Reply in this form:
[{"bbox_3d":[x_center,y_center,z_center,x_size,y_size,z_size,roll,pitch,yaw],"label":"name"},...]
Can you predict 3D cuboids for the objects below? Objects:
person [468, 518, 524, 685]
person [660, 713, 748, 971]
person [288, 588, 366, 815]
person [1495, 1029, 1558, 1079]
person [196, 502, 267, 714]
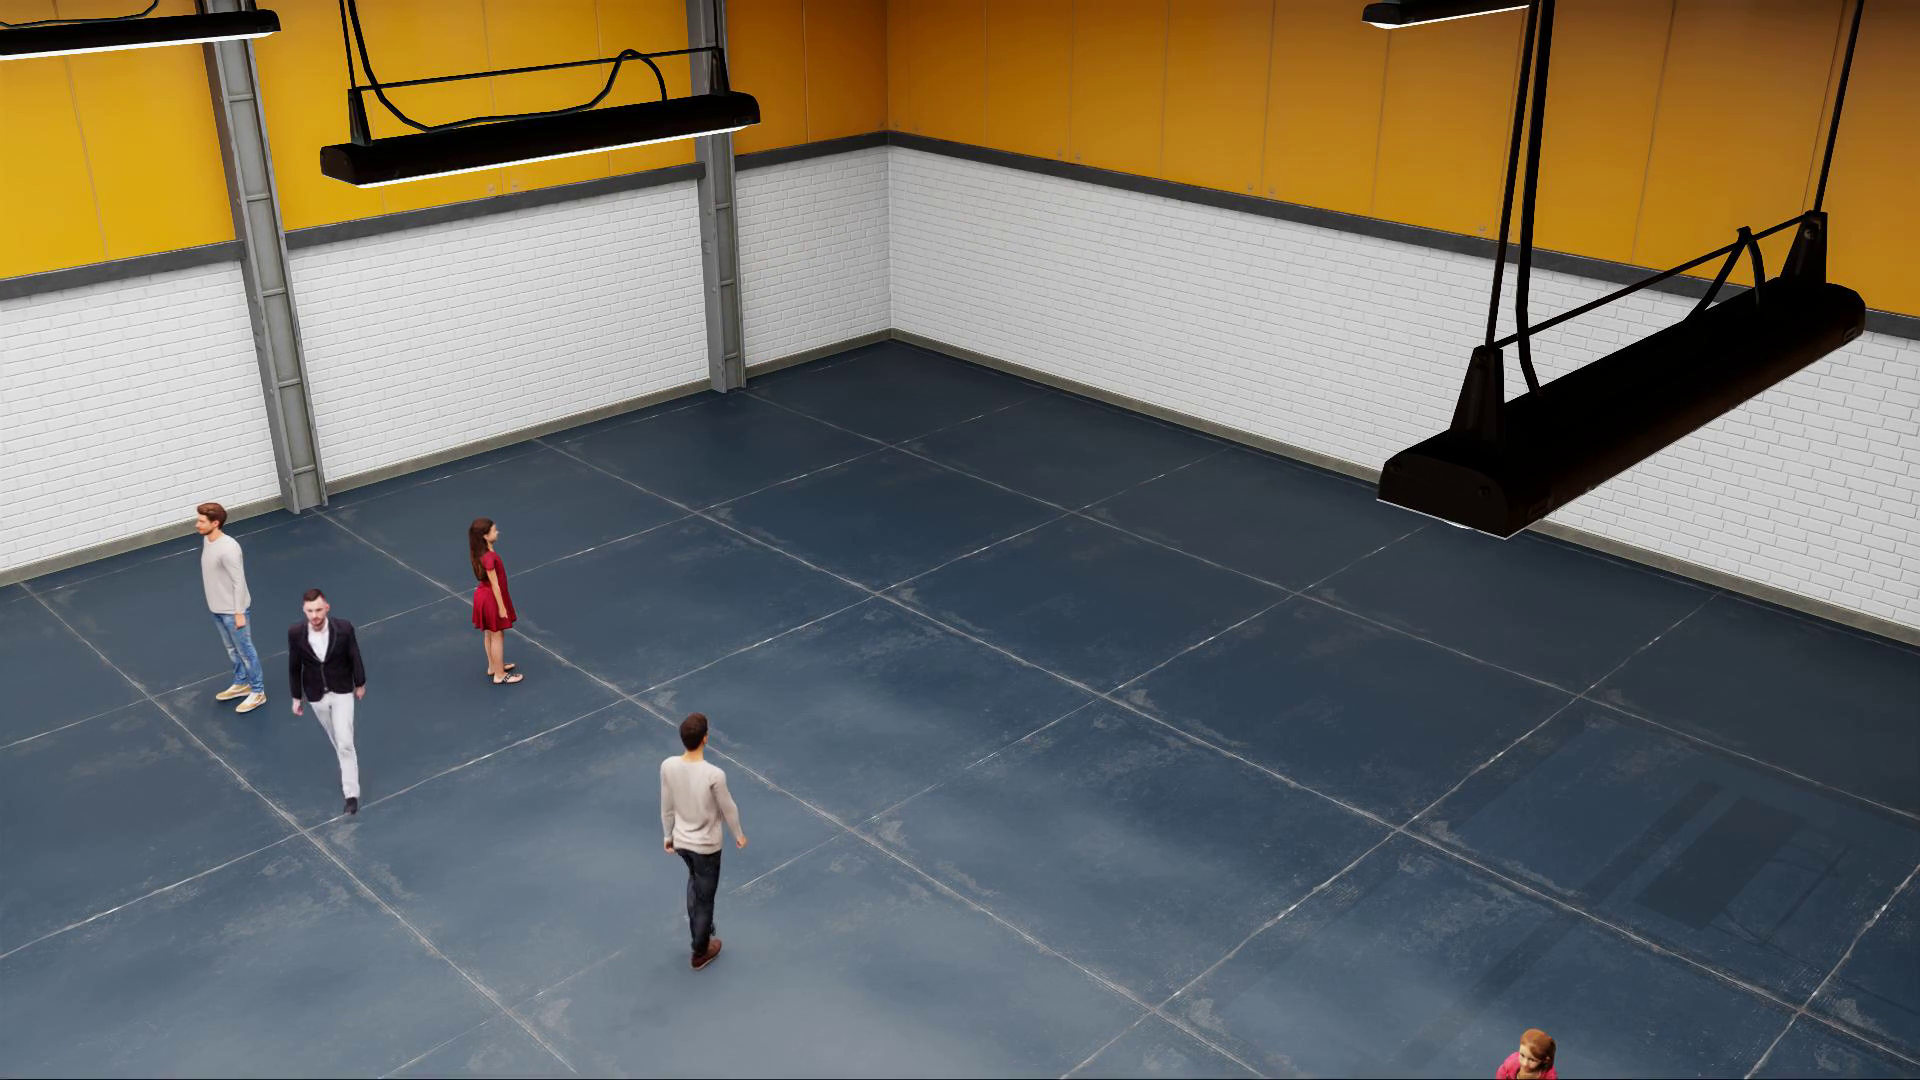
[{"bbox_3d":[-4.170,0.529,14.798,0.665,1.553,0.603,-13,27,-28],"label":"person"},{"bbox_3d":[-1.776,2.047,10.956,0.741,1.849,0.758,12,26,25],"label":"person"},{"bbox_3d":[-4.918,1.164,13.028,1.118,1.807,1.123,-2,24,-6],"label":"person"},{"bbox_3d":[3.034,3.189,9.006,0.550,1.318,0.553,15,28,30],"label":"person"},{"bbox_3d":[-6.279,0.551,14.309,0.657,1.905,0.574,21,31,39],"label":"person"}]
